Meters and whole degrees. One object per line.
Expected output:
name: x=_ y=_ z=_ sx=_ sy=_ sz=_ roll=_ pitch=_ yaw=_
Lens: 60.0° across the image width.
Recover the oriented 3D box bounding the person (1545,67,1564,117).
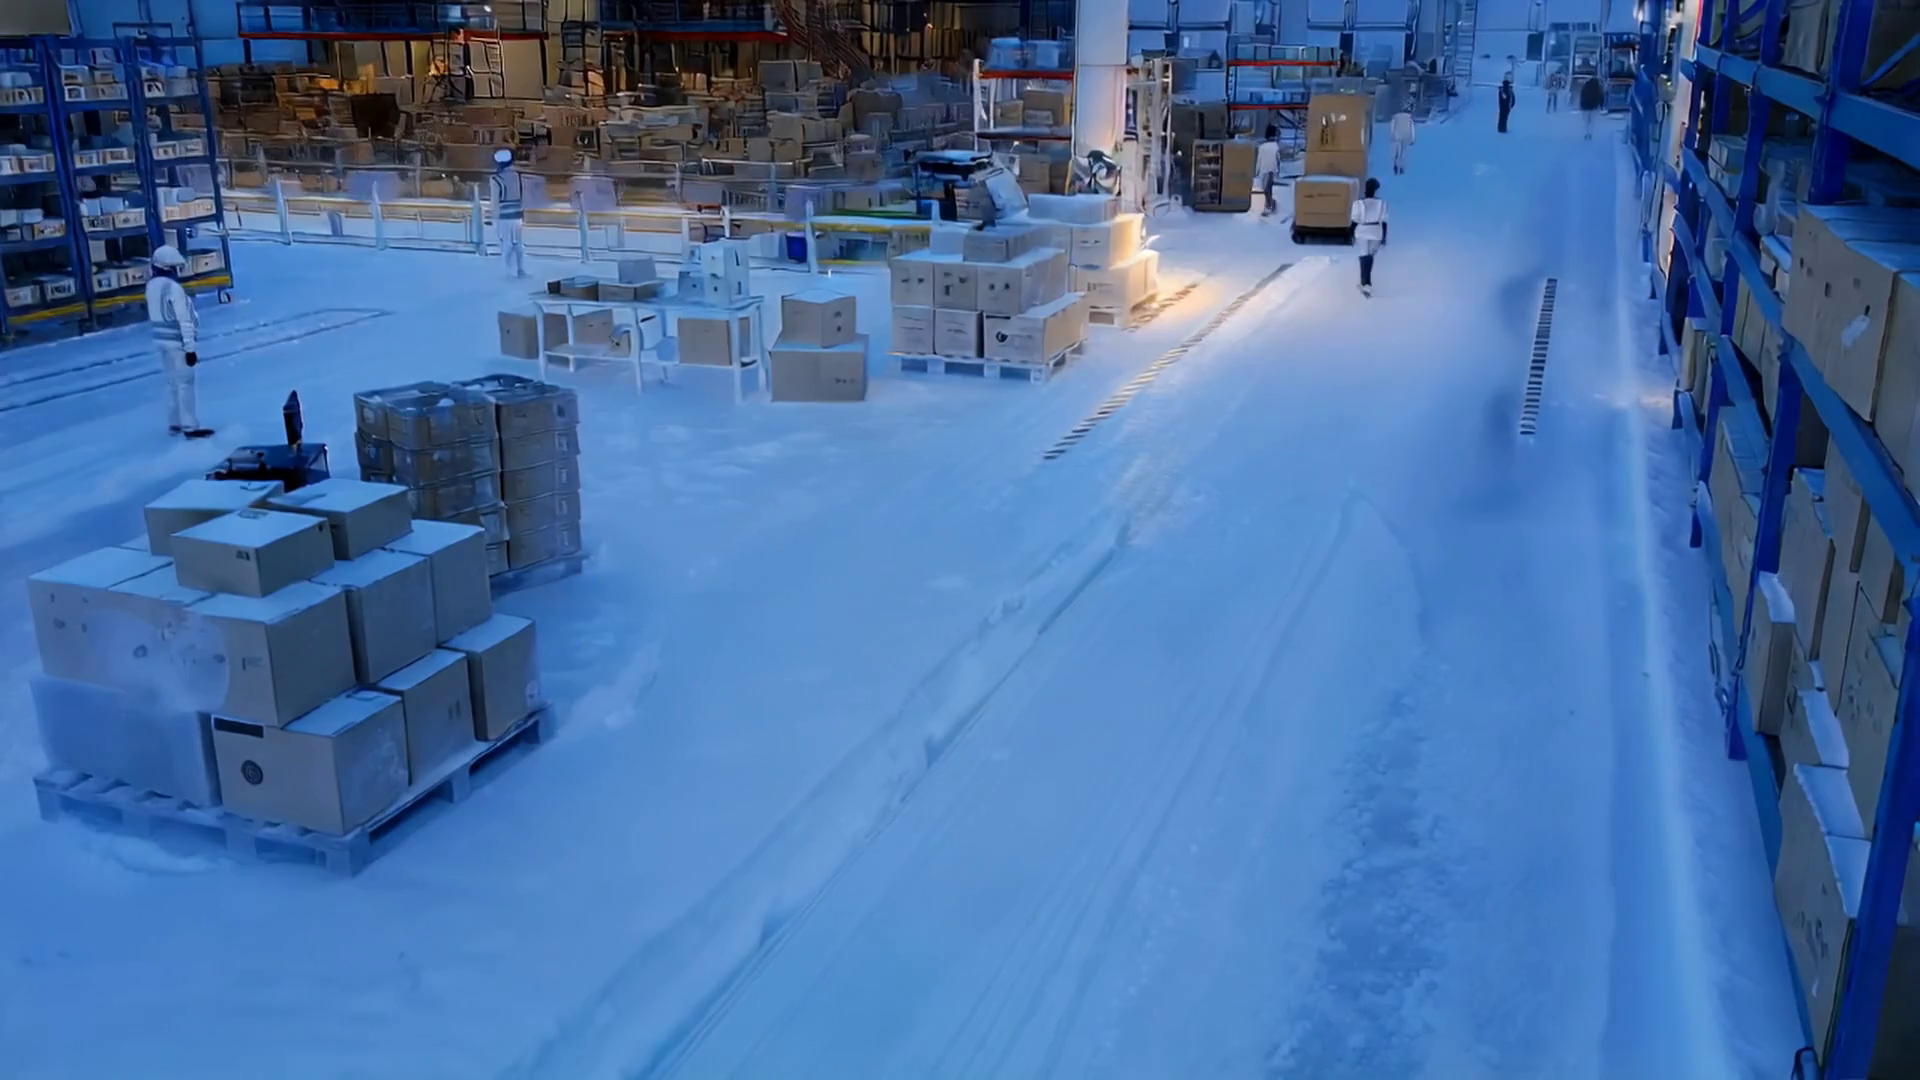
person: x=22.824 y=-17.185 z=63.827 sx=0.646 sy=1.859 sz=0.671 roll=0 pitch=18 yaw=1

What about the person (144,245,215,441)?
person: x=-7.375 y=-1.852 z=15.676 sx=0.601 sy=1.830 sz=0.403 roll=14 pitch=22 yaw=37

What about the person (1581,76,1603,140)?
person: x=20.041 y=-13.693 z=52.714 sx=0.614 sy=1.934 sz=1.065 roll=16 pitch=23 yaw=40

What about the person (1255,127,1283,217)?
person: x=6.157 y=-7.309 z=32.955 sx=0.543 sy=1.746 sz=0.638 roll=16 pitch=24 yaw=41

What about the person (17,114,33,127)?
person: x=-27.545 y=-12.501 z=49.049 sx=0.669 sy=1.889 sz=0.587 roll=7 pitch=19 yaw=22

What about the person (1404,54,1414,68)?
person: x=21.511 y=-22.274 z=79.671 sx=0.373 sy=1.940 sz=0.627 roll=-10 pitch=20 yaw=-28

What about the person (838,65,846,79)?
person: x=-4.875 y=-18.917 z=69.439 sx=0.616 sy=1.747 sz=0.527 roll=8 pitch=19 yaw=23

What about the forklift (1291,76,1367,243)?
forklift: x=6.598 y=-6.755 z=29.381 sx=1.129 sy=2.768 sz=1.873 roll=6 pitch=19 yaw=19

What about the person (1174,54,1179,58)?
person: x=11.004 y=-23.815 z=84.670 sx=0.430 sy=1.845 sz=0.621 roll=-10 pitch=20 yaw=-29

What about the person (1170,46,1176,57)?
person: x=12.195 y=-27.224 z=95.145 sx=0.440 sy=1.983 sz=0.639 roll=10 pitch=20 yaw=28

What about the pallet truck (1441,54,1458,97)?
pallet truck: x=22.765 y=-21.886 z=78.355 sx=0.823 sy=1.965 sz=1.885 roll=-4 pitch=18 yaw=-14

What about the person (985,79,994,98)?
person: x=1.091 y=-17.525 z=64.928 sx=0.939 sy=1.825 sz=0.523 roll=13 pitch=22 yaw=36

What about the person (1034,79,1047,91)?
person: x=3.279 y=-18.389 z=67.485 sx=0.542 sy=1.927 sz=0.382 roll=8 pitch=19 yaw=24

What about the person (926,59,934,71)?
person: x=-1.369 y=-20.606 z=74.580 sx=0.328 sy=1.844 sz=0.511 roll=14 pitch=22 yaw=36

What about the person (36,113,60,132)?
person: x=-24.642 y=-11.279 z=45.017 sx=0.613 sy=2.015 sz=0.907 roll=-9 pitch=20 yaw=-25

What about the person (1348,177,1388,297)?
person: x=5.832 y=-4.318 z=23.698 sx=0.537 sy=1.668 sz=0.817 roll=-2 pitch=18 yaw=-6

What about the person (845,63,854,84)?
person: x=-5.609 y=-24.198 z=85.832 sx=0.602 sy=1.864 sz=0.514 roll=1 pitch=18 yaw=5

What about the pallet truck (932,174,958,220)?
pallet truck: x=-0.507 y=-5.292 z=27.348 sx=0.653 sy=1.274 sz=1.630 roll=6 pitch=19 yaw=19

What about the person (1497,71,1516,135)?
person: x=17.949 y=-14.325 z=54.527 sx=0.535 sy=2.000 sz=0.684 roll=1 pitch=18 yaw=4

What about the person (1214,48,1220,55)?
person: x=14.489 y=-26.959 z=94.426 sx=0.585 sy=1.918 sz=0.379 roll=8 pitch=19 yaw=23

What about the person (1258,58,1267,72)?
person: x=16.199 y=-25.198 z=89.017 sx=0.429 sy=1.844 sz=0.627 roll=7 pitch=19 yaw=22

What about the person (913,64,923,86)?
person: x=-1.540 y=-17.836 z=65.731 sx=0.611 sy=1.935 sz=0.762 roll=-11 pitch=21 yaw=-30

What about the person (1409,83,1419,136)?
person: x=14.673 y=-13.952 z=53.940 sx=0.401 sy=1.685 sz=0.535 roll=8 pitch=19 yaw=23

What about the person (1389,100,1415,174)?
person: x=10.950 y=-9.968 z=41.204 sx=0.610 sy=1.813 sz=0.593 roll=5 pitch=18 yaw=14

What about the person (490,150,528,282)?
person: x=-6.774 y=-4.850 z=24.933 sx=0.415 sy=1.940 sz=0.601 roll=11 pitch=21 yaw=31
